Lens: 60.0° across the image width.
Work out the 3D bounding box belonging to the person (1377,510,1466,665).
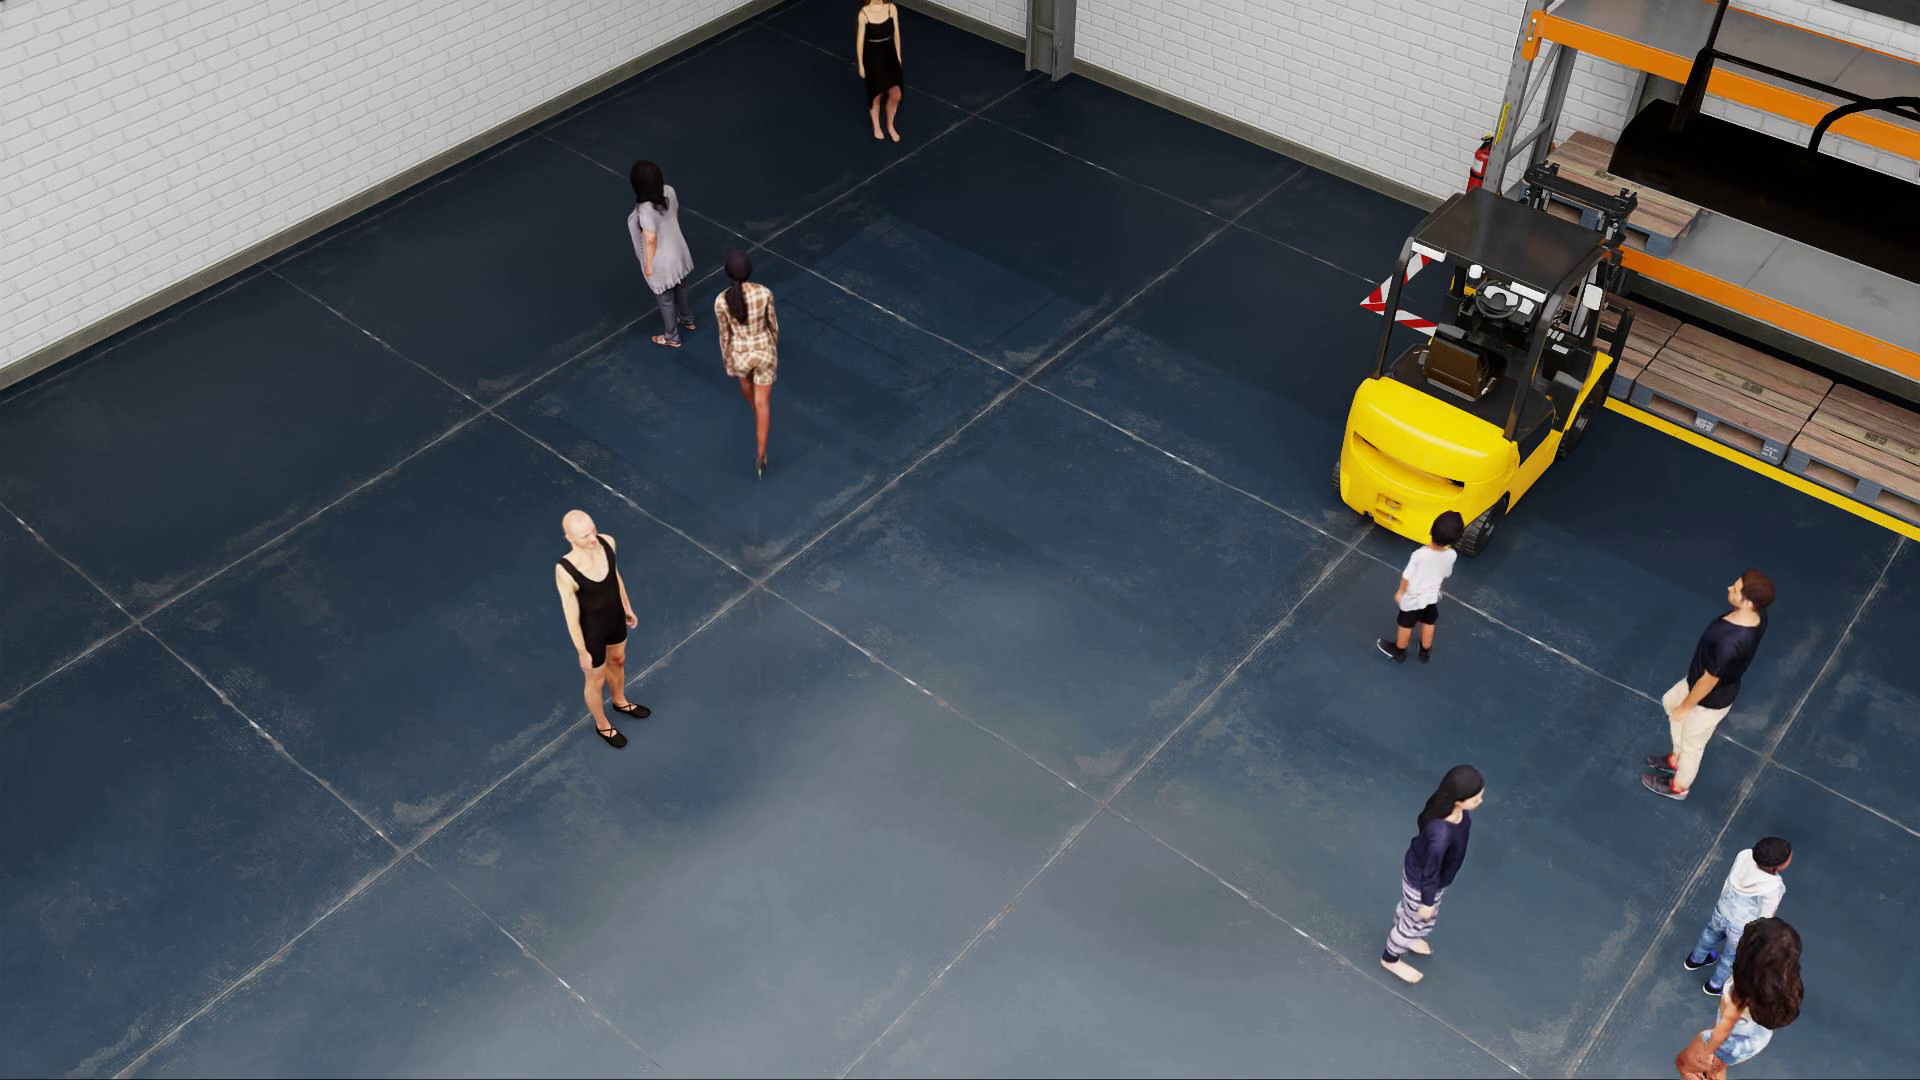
[{"bbox_3d":[2.980,0.321,10.736,0.592,1.248,0.631,-19,47,-19],"label":"person"}]

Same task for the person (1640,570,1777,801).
[{"bbox_3d":[4.456,0.906,9.685,0.611,1.851,0.682,26,49,25],"label":"person"}]

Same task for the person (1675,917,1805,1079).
[{"bbox_3d":[3.885,2.490,8.210,0.630,1.592,0.680,-35,53,-31],"label":"person"}]

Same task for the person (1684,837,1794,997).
[{"bbox_3d":[4.206,2.007,8.958,0.626,1.261,0.553,-11,45,-12],"label":"person"}]

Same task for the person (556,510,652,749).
[{"bbox_3d":[-2.201,0.512,10.125,0.592,1.815,0.692,19,47,19],"label":"person"}]

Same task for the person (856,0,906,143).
[{"bbox_3d":[-0.776,-4.538,15.575,0.728,1.610,0.772,-14,45,-14],"label":"person"}]

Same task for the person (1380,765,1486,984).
[{"bbox_3d":[2.499,1.753,8.884,0.625,1.730,0.669,15,46,15],"label":"person"}]

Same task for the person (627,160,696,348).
[{"bbox_3d":[-2.362,-2.286,13.212,0.753,1.608,0.719,15,46,16],"label":"person"}]

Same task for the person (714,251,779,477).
[{"bbox_3d":[-1.485,-1.237,12.019,1.066,1.735,1.116,-3,44,-3],"label":"person"}]
